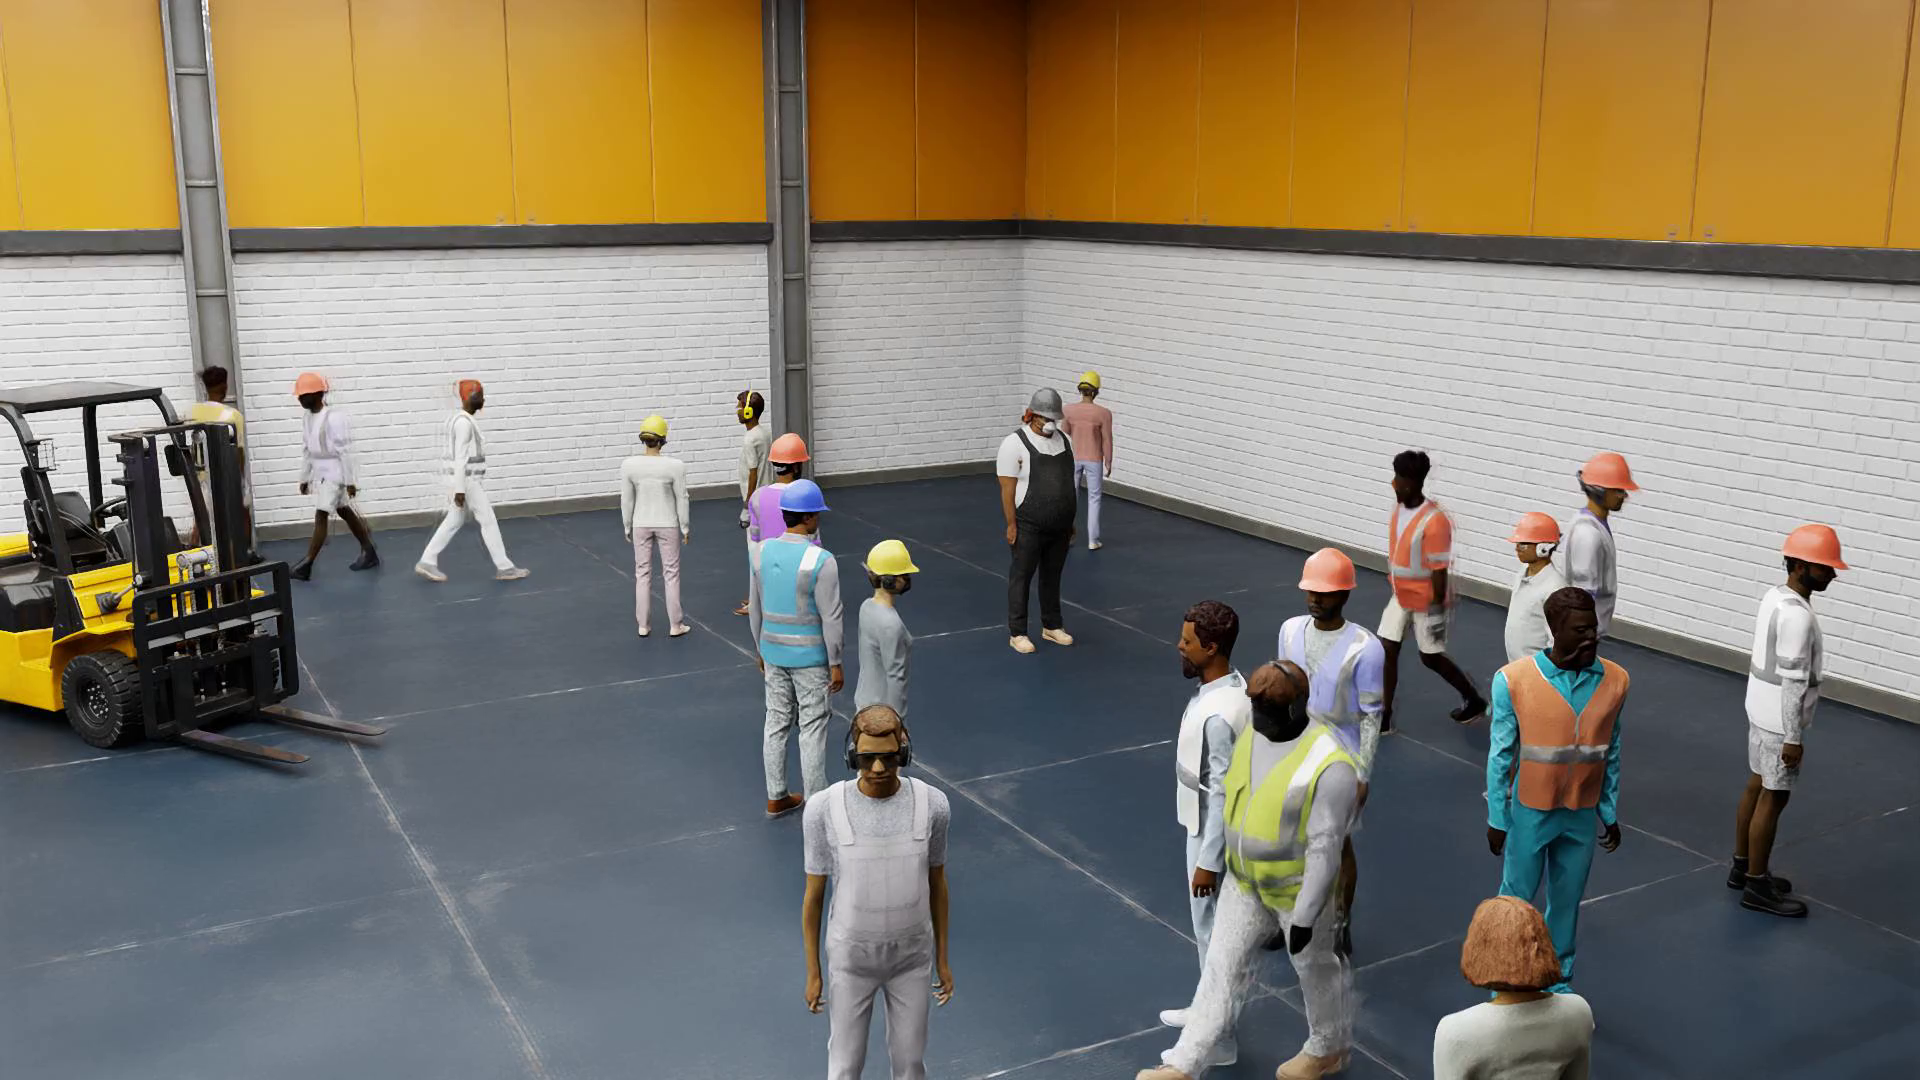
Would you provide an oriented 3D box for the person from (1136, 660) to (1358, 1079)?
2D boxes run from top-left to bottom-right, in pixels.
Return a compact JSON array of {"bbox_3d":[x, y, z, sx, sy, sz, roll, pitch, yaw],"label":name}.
[{"bbox_3d":[1.156,1.327,6.340,0.981,1.784,0.636,-8,15,-34],"label":"person"}]

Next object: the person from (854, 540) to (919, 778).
[{"bbox_3d":[-0.372,0.867,8.545,0.329,1.769,0.526,-4,13,-19],"label":"person"}]

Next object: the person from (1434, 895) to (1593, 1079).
[{"bbox_3d":[1.503,1.775,4.628,0.505,1.628,0.278,-4,13,-17],"label":"person"}]

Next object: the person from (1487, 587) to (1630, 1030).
[{"bbox_3d":[2.480,1.125,6.968,0.595,1.921,0.386,-2,12,-10],"label":"person"}]

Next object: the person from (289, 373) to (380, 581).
[{"bbox_3d":[-5.762,-0.587,15.103,0.556,1.874,1.013,11,16,42],"label":"person"}]

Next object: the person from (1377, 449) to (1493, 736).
[{"bbox_3d":[3.012,0.343,10.675,0.893,1.918,0.650,-4,13,-19],"label":"person"}]

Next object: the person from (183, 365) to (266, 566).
[{"bbox_3d":[-6.769,-0.620,15.122,0.612,1.939,0.909,2,12,11],"label":"person"}]

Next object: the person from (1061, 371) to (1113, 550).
[{"bbox_3d":[1.239,-0.772,16.267,0.531,1.754,0.342,4,13,18],"label":"person"}]

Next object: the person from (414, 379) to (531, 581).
[{"bbox_3d":[-4.469,-0.532,14.959,0.995,1.839,0.591,-3,13,-16],"label":"person"}]

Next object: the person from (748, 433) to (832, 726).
[{"bbox_3d":[-1.120,0.261,10.980,0.543,1.939,0.359,7,14,30],"label":"person"}]

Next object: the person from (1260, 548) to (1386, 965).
[{"bbox_3d":[1.639,0.984,7.582,0.546,1.942,0.352,11,16,42],"label":"person"}]

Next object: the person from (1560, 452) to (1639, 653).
[{"bbox_3d":[3.656,0.495,9.645,0.395,2.039,0.616,4,13,20],"label":"person"}]

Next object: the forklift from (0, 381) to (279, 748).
[{"bbox_3d":[-5.853,0.085,11.199,2.313,2.155,1.214,7,14,28],"label":"forklift"}]

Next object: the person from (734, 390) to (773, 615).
[{"bbox_3d":[-1.720,-0.310,13.818,0.328,1.872,0.513,1,12,7],"label":"person"}]

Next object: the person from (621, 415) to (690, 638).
[{"bbox_3d":[-2.388,-0.104,13.099,0.535,1.767,0.315,1,12,3],"label":"person"}]

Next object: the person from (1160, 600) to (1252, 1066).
[{"bbox_3d":[1.023,1.179,6.723,0.380,1.918,0.596,2,12,7],"label":"person"}]

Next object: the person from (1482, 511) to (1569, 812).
[{"bbox_3d":[3.201,0.702,9.345,0.339,1.752,0.564,0,12,-2],"label":"person"}]

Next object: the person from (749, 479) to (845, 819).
[{"bbox_3d":[-0.888,0.627,9.246,0.614,1.942,0.406,8,14,33],"label":"person"}]

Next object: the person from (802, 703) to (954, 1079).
[{"bbox_3d":[-0.276,1.439,5.676,0.514,1.844,0.333,-3,12,-12],"label":"person"}]

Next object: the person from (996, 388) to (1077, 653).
[{"bbox_3d":[0.651,-0.166,12.739,0.679,2.000,0.537,-8,15,-34],"label":"person"}]

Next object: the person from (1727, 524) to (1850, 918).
[{"bbox_3d":[4.057,0.867,8.150,0.377,1.932,0.548,3,12,15],"label":"person"}]
